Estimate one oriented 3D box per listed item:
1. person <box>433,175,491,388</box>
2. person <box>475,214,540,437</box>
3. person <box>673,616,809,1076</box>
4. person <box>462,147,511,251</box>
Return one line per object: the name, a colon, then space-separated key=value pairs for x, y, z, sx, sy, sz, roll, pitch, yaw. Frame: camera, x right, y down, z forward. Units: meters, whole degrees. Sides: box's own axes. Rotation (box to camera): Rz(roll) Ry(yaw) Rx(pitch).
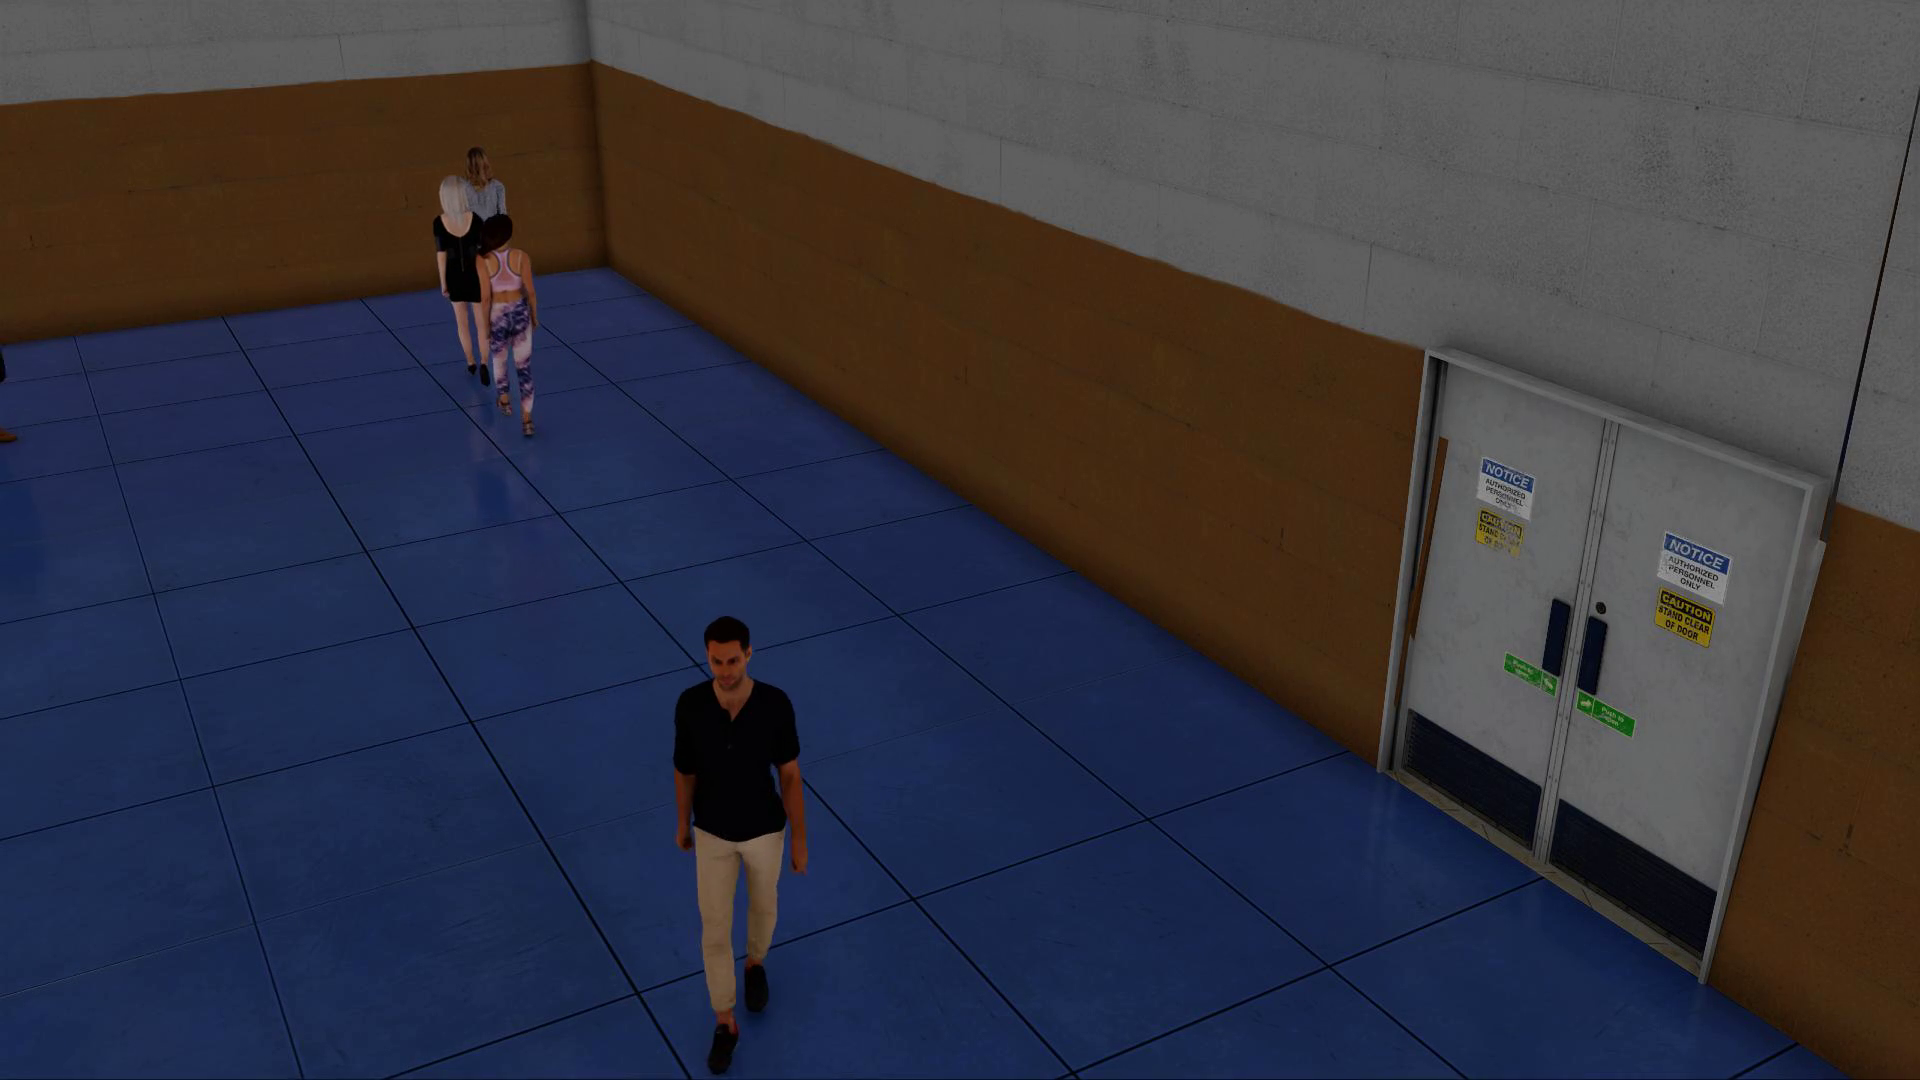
person: x=-4.201 y=-2.171 z=14.193 sx=1.093 sy=1.802 sz=0.848 roll=-6 pitch=24 yaw=-13
person: x=-3.539 y=-1.669 z=13.124 sx=0.971 sy=1.739 sz=0.778 roll=-8 pitch=25 yaw=-18
person: x=-0.875 y=1.099 z=6.648 sx=1.000 sy=1.834 sz=0.972 roll=-2 pitch=24 yaw=-5
person: x=-4.439 y=-2.789 z=15.612 sx=0.560 sy=1.796 sz=0.710 roll=-4 pitch=24 yaw=-10
